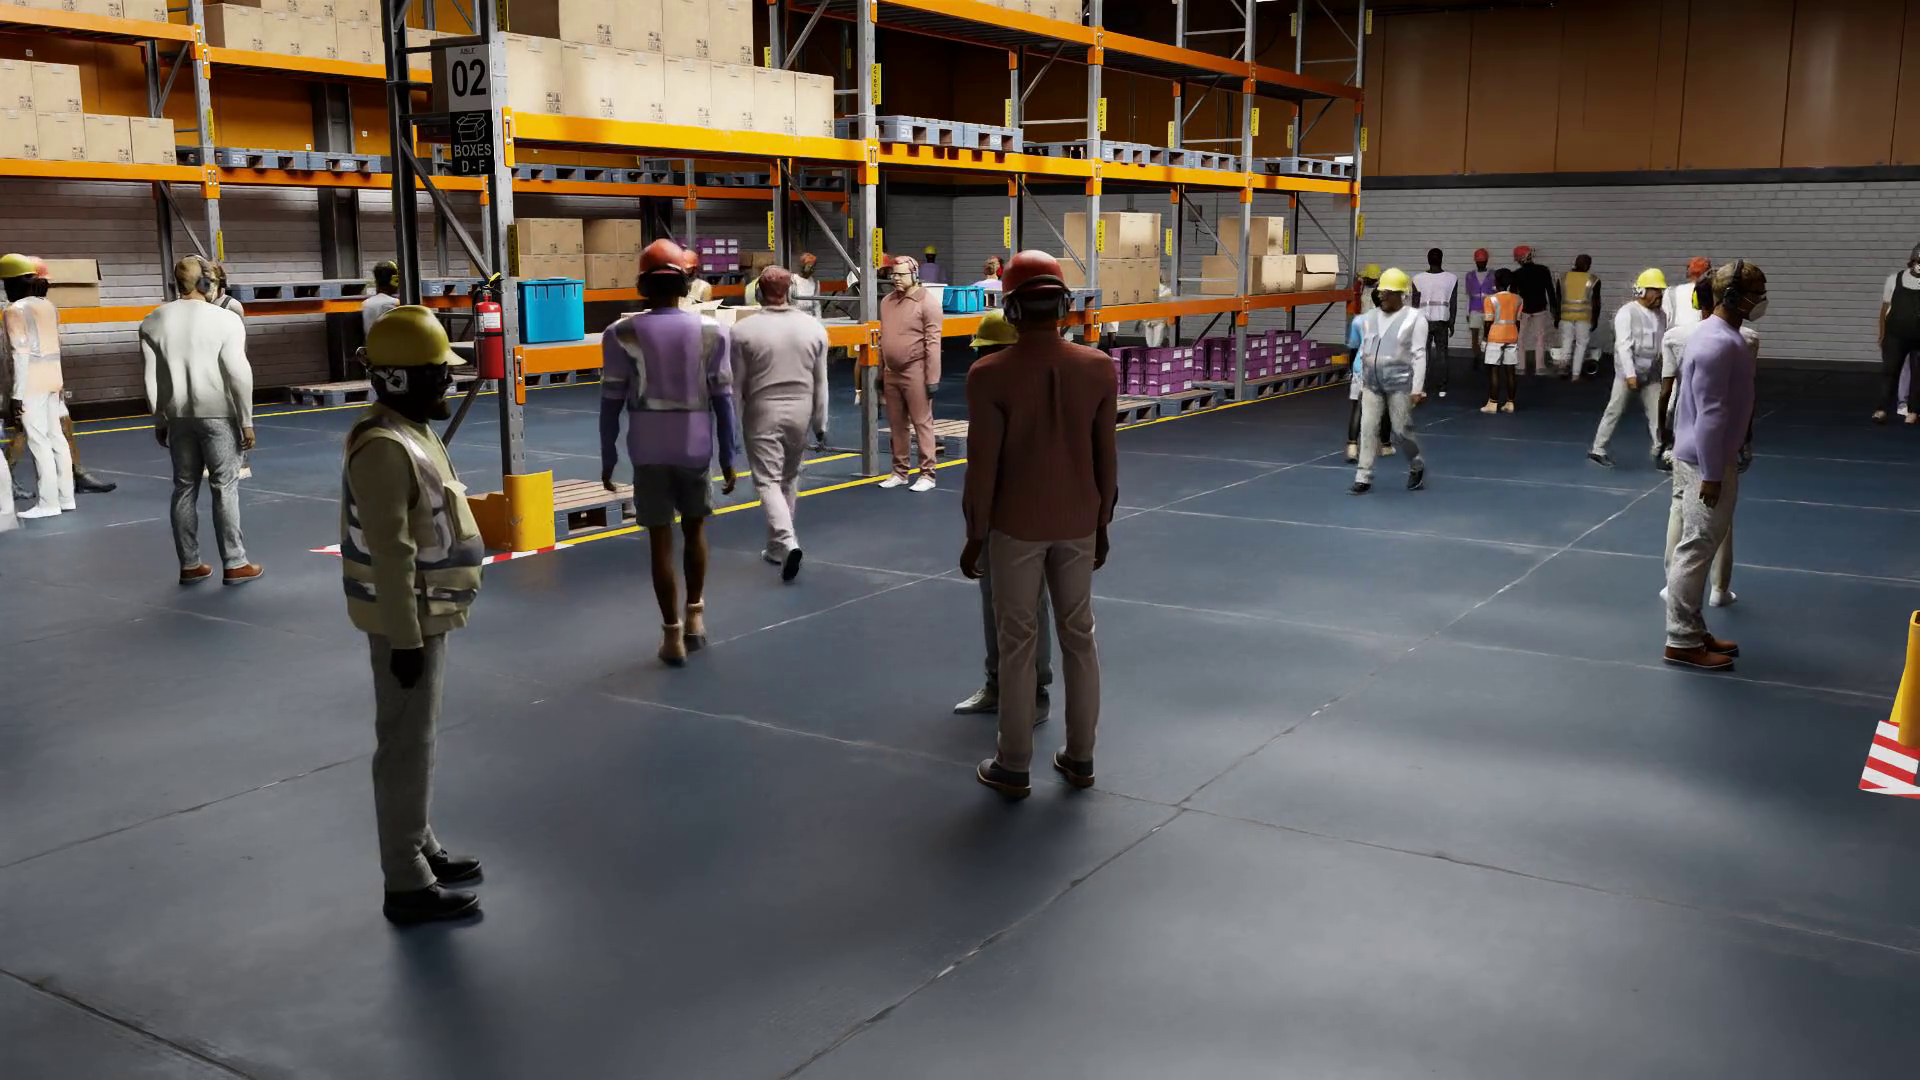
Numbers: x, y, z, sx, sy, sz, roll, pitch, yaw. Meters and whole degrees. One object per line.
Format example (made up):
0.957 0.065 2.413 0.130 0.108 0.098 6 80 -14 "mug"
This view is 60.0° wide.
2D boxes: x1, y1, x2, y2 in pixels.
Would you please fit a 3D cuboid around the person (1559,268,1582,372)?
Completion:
9.437 -3.350 25.411 0.554 1.597 0.581 3 11 17 "person"

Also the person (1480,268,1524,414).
6.330 -2.325 19.464 0.536 1.696 0.322 -4 11 -19 "person"

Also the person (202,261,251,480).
-6.272 -1.425 14.069 0.514 1.845 0.338 3 11 18 "person"

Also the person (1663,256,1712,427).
7.256 -1.894 16.598 0.595 1.868 0.528 7 12 34 "person"

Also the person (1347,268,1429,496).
3.447 -1.268 13.303 0.719 1.816 0.608 -10 14 -44 "person"

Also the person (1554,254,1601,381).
8.881 -3.192 23.906 0.636 1.827 0.448 7 13 36 "person"

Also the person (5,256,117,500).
-7.221 -1.266 13.050 0.858 1.902 0.549 -4 11 -20 "person"

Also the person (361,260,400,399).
-4.705 -1.381 13.805 0.530 1.858 0.345 6 12 29 "person"

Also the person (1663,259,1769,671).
3.579 -0.354 7.898 0.361 1.932 0.630 5 11 26 "person"

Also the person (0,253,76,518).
-6.778 -1.118 12.146 0.385 1.922 0.594 0 10 -1 "person"

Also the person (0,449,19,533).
-6.787 -0.911 11.129 0.593 1.870 1.038 2 10 11 "person"

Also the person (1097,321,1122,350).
2.177 -3.470 25.086 0.603 1.958 0.391 2 11 13 "person"

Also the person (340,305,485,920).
-1.638 0.213 5.024 0.403 1.831 0.596 -2 10 -12 "person"

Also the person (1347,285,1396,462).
3.798 -1.535 15.254 0.543 1.640 0.922 7 12 33 "person"

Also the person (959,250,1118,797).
0.283 -0.054 6.085 0.611 1.985 0.393 -4 11 -22 "person"

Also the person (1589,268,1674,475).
5.931 -1.470 14.523 0.600 1.784 0.951 -5 11 -24 "person"

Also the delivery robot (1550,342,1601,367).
9.125 -2.738 24.661 0.707 0.478 0.477 4 11 19 "delivery robot"

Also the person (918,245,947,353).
-0.523 -4.297 29.764 0.593 1.922 0.383 0 10 2 "person"

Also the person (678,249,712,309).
-3.085 -2.378 19.148 0.541 1.918 0.576 2 10 11 "person"

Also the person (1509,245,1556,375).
8.641 -3.446 25.028 0.758 1.948 0.389 1 10 8 "person"

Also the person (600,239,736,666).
-1.432 -0.436 8.089 0.630 2.014 0.768 -3 11 -17 "person"

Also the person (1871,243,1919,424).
10.399 -2.265 18.179 0.698 2.000 0.928 8 13 36 "person"

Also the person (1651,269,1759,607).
4.125 -0.562 9.237 0.519 1.865 0.335 5 12 27 "person"

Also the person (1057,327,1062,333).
1.040 -2.513 20.665 0.512 1.641 0.309 7 12 32 "person"

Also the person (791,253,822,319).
-2.018 -2.724 21.249 0.659 1.845 0.721 -10 14 -44 "person"

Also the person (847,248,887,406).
-1.098 -2.658 20.351 0.607 2.044 0.374 9 14 41 "person"

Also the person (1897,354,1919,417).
11.106 -2.367 19.121 0.652 1.906 0.402 -7 12 -35 "person"

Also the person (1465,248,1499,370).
8.252 -3.637 26.186 0.597 1.901 0.855 6 12 29 "person"

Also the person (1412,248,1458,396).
6.127 -2.807 21.538 0.589 1.915 0.399 1 10 5 "person"

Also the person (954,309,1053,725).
0.191 -0.085 6.925 0.324 1.743 0.490 -8 13 -38 "person"

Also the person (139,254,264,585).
-4.454 -0.696 9.774 0.632 1.936 0.359 1 10 5 "person"

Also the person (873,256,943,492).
-0.437 -1.340 13.467 0.650 1.900 0.401 10 14 43 "person"

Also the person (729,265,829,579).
-1.099 -0.719 10.086 0.651 1.879 0.892 -5 11 -26 "person"

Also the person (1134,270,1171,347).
2.734 -3.031 23.601 0.534 1.623 0.537 10 14 43 "person"

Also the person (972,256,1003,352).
0.349 -2.309 19.008 0.564 1.834 0.390 7 12 33 "person"

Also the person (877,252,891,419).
-0.801 -2.316 18.874 0.547 1.904 0.897 5 11 25 "person"

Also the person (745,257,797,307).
-2.292 -2.539 20.307 0.660 1.820 0.691 1 10 6 "person"

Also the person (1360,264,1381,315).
5.337 -2.741 21.720 0.327 1.719 0.656 0 10 -2 "person"
